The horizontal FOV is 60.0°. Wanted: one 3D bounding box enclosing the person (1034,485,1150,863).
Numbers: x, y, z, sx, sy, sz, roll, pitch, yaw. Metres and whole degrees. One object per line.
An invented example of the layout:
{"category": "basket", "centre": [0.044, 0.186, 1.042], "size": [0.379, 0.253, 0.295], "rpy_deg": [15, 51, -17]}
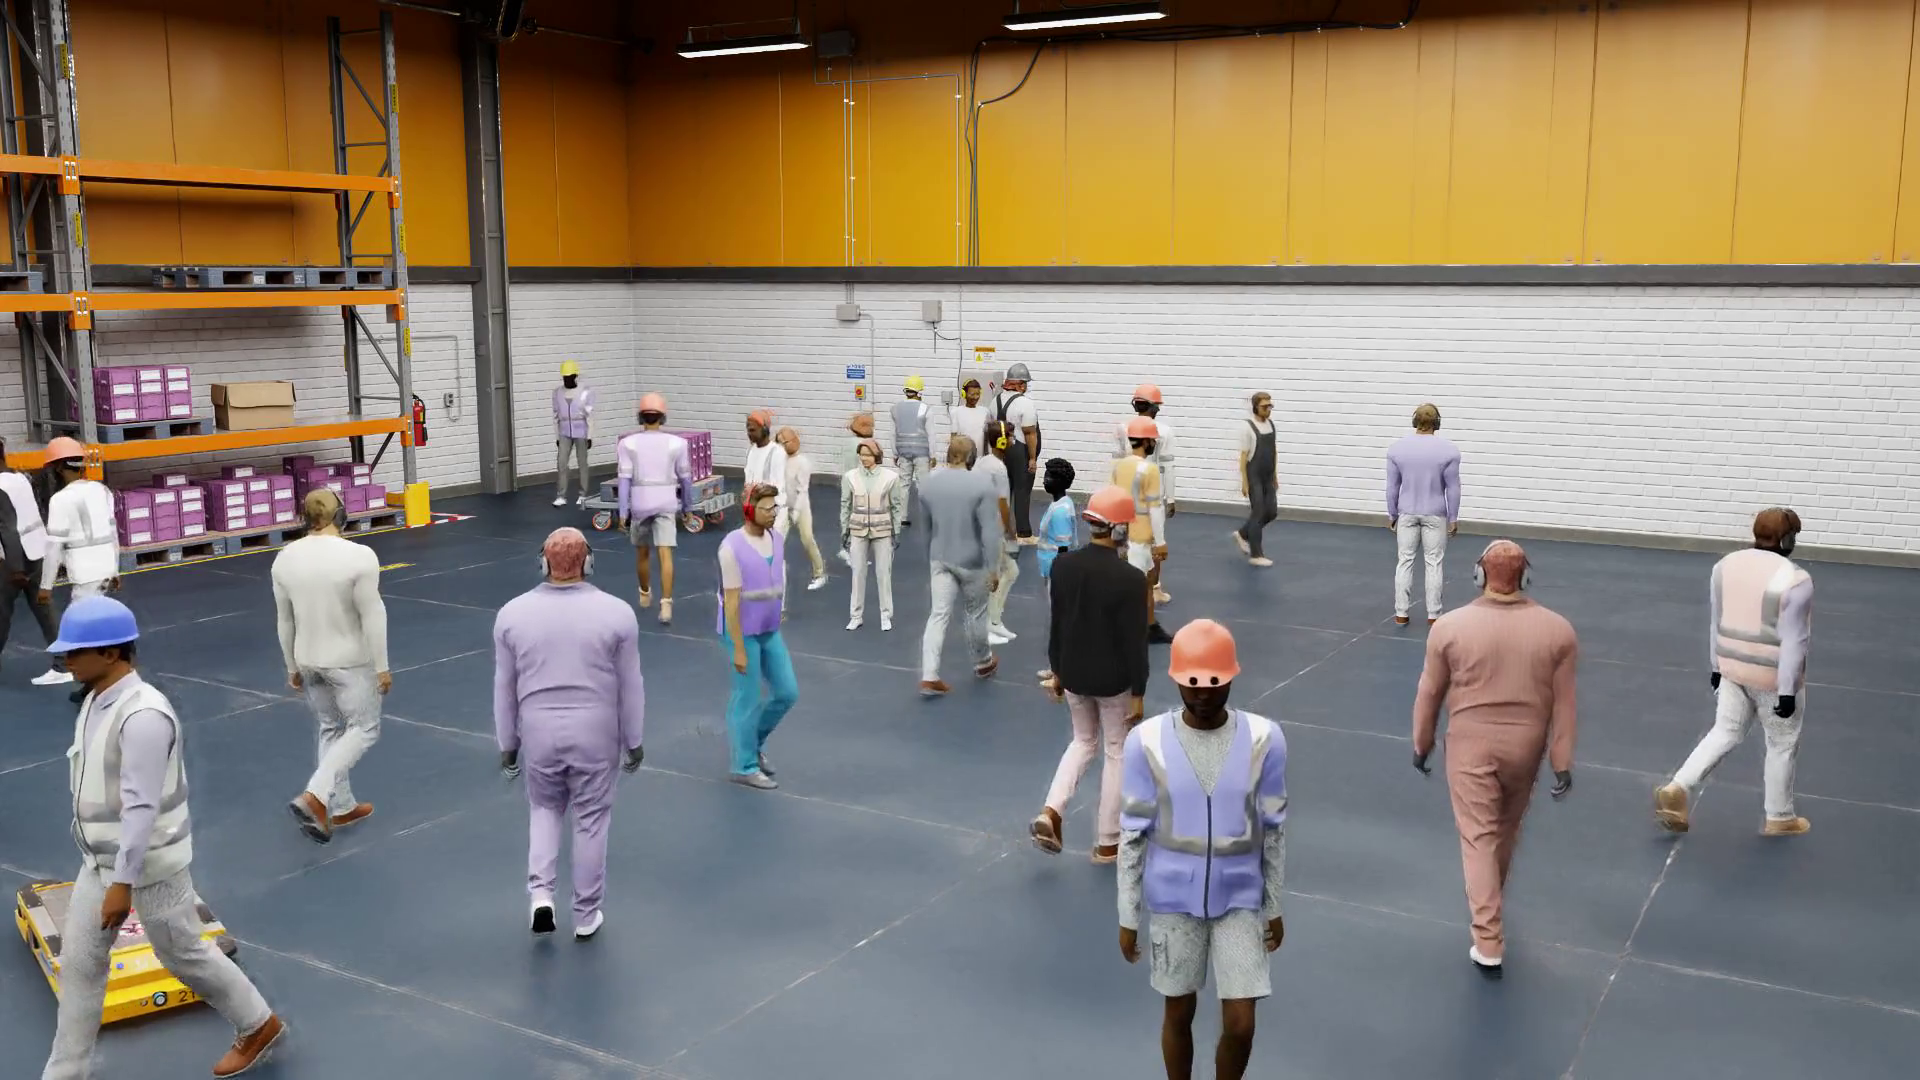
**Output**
{"category": "person", "centre": [0.684, 0.701, 8.449], "size": [0.630, 1.970, 0.559], "rpy_deg": [8, 12, 40]}

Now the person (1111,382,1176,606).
{"category": "person", "centre": [1.697, -0.422, 15.253], "size": [0.615, 2.038, 0.395], "rpy_deg": [5, 10, 29]}

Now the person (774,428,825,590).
{"category": "person", "centre": [-1.580, -0.276, 15.752], "size": [0.496, 1.586, 0.843], "rpy_deg": [6, 11, 34]}

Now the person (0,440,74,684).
{"category": "person", "centre": [-6.993, 0.161, 12.165], "size": [0.935, 1.856, 0.607], "rpy_deg": [-2, 9, -12]}

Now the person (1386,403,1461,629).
{"category": "person", "centre": [3.948, -0.202, 14.203], "size": [0.630, 1.940, 0.372], "rpy_deg": [5, 10, 26]}

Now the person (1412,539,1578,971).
{"category": "person", "centre": [2.378, 0.919, 7.463], "size": [0.666, 1.853, 0.991], "rpy_deg": [1, 9, 4]}

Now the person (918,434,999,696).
{"category": "person", "centre": [-0.009, 0.173, 12.081], "size": [0.658, 1.875, 1.054], "rpy_deg": [4, 10, 24]}

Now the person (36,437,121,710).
{"category": "person", "centre": [-6.096, 0.242, 11.524], "size": [0.608, 1.900, 0.580], "rpy_deg": [0, 9, 2]}

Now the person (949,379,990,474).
{"category": "person", "centre": [0.118, -0.865, 18.560], "size": [0.510, 1.870, 0.328], "rpy_deg": [-4, 10, -26]}

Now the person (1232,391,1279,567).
{"category": "person", "centre": [3.079, -0.647, 17.326], "size": [0.530, 1.826, 0.539], "rpy_deg": [-7, 12, -39]}

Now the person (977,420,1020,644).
{"category": "person", "centre": [0.341, -0.053, 13.534], "size": [0.563, 1.846, 0.539], "rpy_deg": [-2, 9, -13]}

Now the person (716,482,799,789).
{"category": "person", "centre": [-1.204, 0.567, 9.753], "size": [0.444, 1.830, 0.572], "rpy_deg": [5, 11, 30]}

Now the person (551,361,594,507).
{"category": "person", "centre": [-5.048, -1.360, 21.575], "size": [0.590, 1.897, 0.840], "rpy_deg": [1, 9, 6]}

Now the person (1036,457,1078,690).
{"category": "person", "centre": [0.719, 0.242, 12.185], "size": [0.318, 1.697, 0.535], "rpy_deg": [0, 9, 1]}

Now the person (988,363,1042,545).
{"category": "person", "centre": [0.664, -0.971, 18.679], "size": [0.537, 2.000, 0.689], "rpy_deg": [-7, 12, -39]}

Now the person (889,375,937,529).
{"category": "person", "centre": [-0.538, -1.041, 19.759], "size": [0.588, 1.835, 0.403], "rpy_deg": [4, 10, 22]}

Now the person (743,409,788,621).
{"category": "person", "centre": [-1.704, -0.190, 14.346], "size": [0.471, 1.865, 0.581], "rpy_deg": [-8, 12, -41]}

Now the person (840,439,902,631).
{"category": "person", "centre": [-0.755, -0.040, 14.129], "size": [0.525, 1.637, 0.307], "rpy_deg": [1, 9, 6]}

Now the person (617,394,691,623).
{"category": "person", "centre": [-2.680, -0.289, 14.643], "size": [0.636, 1.982, 1.068], "rpy_deg": [-2, 9, -12]}

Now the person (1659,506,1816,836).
{"category": "person", "centre": [4.204, 0.717, 8.882], "size": [0.823, 1.813, 0.631], "rpy_deg": [-4, 10, -22]}

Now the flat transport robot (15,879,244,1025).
{"category": "flat transport robot", "centre": [-3.677, 1.734, 7.306], "size": [0.652, 0.197, 1.431], "rpy_deg": [-7, 11, -37]}

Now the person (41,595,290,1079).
{"category": "person", "centre": [-2.970, 1.126, 6.035], "size": [0.603, 1.907, 0.966], "rpy_deg": [8, 12, 39]}

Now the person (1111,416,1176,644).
{"category": "person", "centre": [1.364, -0.047, 13.372], "size": [0.918, 1.905, 0.545], "rpy_deg": [-4, 10, -23]}

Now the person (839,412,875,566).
{"category": "person", "centre": [-1.038, -0.512, 17.133], "size": [0.346, 1.615, 0.535], "rpy_deg": [-4, 10, -24]}

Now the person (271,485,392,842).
{"category": "person", "centre": [-3.371, 0.667, 8.848], "size": [0.638, 1.918, 0.673], "rpy_deg": [3, 10, 18]}

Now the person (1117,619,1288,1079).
{"category": "person", "centre": [0.797, 1.202, 5.493], "size": [0.564, 1.915, 0.511], "rpy_deg": [1, 9, 4]}

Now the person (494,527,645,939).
{"category": "person", "centre": [-1.759, 0.887, 7.547], "size": [0.660, 1.890, 0.431], "rpy_deg": [0, 9, -1]}
